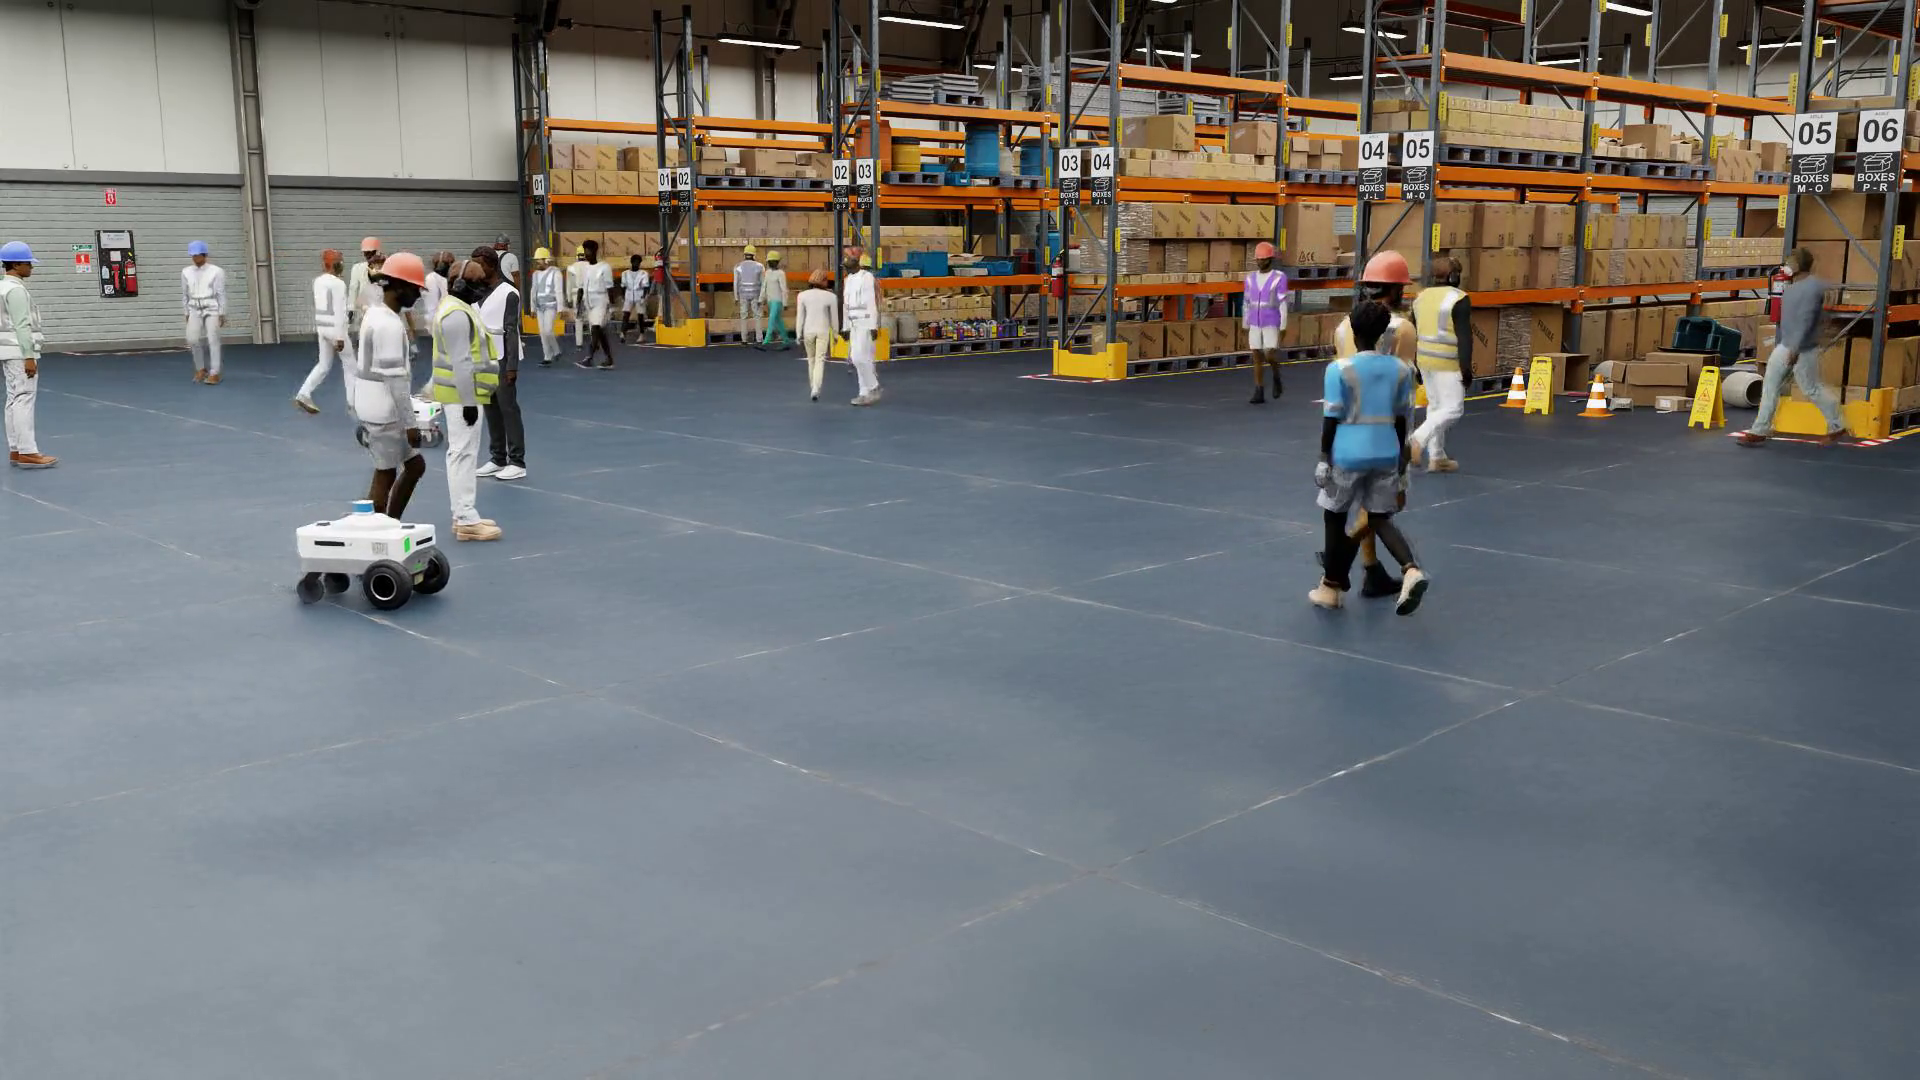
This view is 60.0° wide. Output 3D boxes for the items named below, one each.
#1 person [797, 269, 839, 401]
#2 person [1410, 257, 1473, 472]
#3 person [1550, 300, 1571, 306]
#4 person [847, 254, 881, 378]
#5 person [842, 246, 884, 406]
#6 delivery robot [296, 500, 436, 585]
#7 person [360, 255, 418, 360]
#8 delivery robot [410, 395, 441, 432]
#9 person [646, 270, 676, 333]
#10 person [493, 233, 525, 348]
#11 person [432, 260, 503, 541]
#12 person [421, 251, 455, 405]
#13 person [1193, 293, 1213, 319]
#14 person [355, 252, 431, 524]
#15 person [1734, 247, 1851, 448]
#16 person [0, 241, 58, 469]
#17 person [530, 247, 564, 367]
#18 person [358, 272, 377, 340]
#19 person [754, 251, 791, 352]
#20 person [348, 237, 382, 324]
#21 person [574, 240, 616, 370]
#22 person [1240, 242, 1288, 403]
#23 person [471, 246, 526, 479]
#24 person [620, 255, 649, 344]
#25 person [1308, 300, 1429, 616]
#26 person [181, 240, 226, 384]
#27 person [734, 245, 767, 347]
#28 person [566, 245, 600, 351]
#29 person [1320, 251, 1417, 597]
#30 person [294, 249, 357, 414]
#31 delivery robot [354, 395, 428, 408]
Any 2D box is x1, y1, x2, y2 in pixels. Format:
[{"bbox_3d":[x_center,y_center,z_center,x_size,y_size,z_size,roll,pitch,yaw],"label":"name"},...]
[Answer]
[{"bbox_3d":[-1.757,-2.531,20.462,0.512,1.589,0.840,1,10,5],"label":"person"},{"bbox_3d":[4.007,-1.468,14.029,0.627,1.821,0.639,-4,11,-22],"label":"person"},{"bbox_3d":[10.355,-4.192,28.623,0.742,1.911,0.565,-8,13,-39],"label":"person"},{"bbox_3d":[-1.402,-3.210,23.772,0.533,1.741,0.808,-4,11,-21],"label":"person"},{"bbox_3d":[-1.200,-2.521,19.631,0.411,1.870,0.614,-7,12,-33],"label":"person"},{"bbox_3d":[-3.288,0.024,9.213,0.707,0.478,0.477,2,11,11],"label":"delivery robot"},{"bbox_3d":[-6.009,-2.091,17.505,0.570,1.812,0.998,-2,11,-11],"label":"person"},{"bbox_3d":[-5.360,-1.212,15.953,0.707,0.478,0.477,-1,10,-4],"label":"delivery robot"},{"bbox_3d":[-6.148,-5.031,34.097,0.506,1.590,0.858,10,14,44],"label":"person"},{"bbox_3d":[-8.169,-4.471,29.925,0.673,2.000,0.535,3,11,16],"label":"person"},{"bbox_3d":[-3.284,-0.935,11.091,0.430,1.837,0.624,-3,11,-17],"label":"person"},{"bbox_3d":[-5.908,-2.392,19.067,0.678,1.829,0.634,1,10,6],"label":"person"},{"bbox_3d":[4.295,-4.328,29.337,0.369,1.928,0.586,-5,11,-24],"label":"person"},{"bbox_3d":[-3.393,-0.755,9.940,0.530,1.893,0.577,-4,11,-21],"label":"person"},{"bbox_3d":[7.987,-1.822,15.761,0.992,1.904,0.626,0,10,1],"label":"person"},{"bbox_3d":[-8.157,-1.611,14.465,0.405,1.946,0.610,-9,14,-40],"label":"person"},{"bbox_3d":[-6.326,-3.549,25.388,0.615,1.813,0.437,7,13,34],"label":"person"},{"bbox_3d":[-6.352,-2.154,18.149,0.559,1.678,0.349,8,13,36],"label":"person"},{"bbox_3d":[-3.256,-4.141,28.891,0.877,1.721,0.532,-8,13,-37],"label":"person"},{"bbox_3d":[-8.016,-3.122,22.663,0.634,1.967,0.781,1,10,5],"label":"person"},{"bbox_3d":[-5.516,-3.489,24.761,0.618,1.918,0.952,7,12,33],"label":"person"},{"bbox_3d":[3.646,-2.605,19.949,0.554,1.921,0.463,8,13,36],"label":"person"},{"bbox_3d":[-3.853,-1.477,13.840,0.589,1.914,0.377,8,13,37],"label":"person"},{"bbox_3d":[-6.049,-4.480,30.949,0.541,1.637,0.822,0,10,0],"label":"person"},{"bbox_3d":[2.168,-0.421,8.729,0.558,1.666,0.732,-5,11,-24],"label":"person"},{"bbox_3d":[-10.220,-3.072,22.495,0.608,1.932,0.450,0,10,-1],"label":"person"},{"bbox_3d":[-3.764,-4.388,29.923,0.600,1.829,0.404,0,10,1],"label":"person"},{"bbox_3d":[-6.542,-4.213,28.980,0.599,1.827,0.403,-2,11,-11],"label":"person"},{"bbox_3d":[2.239,-0.617,9.124,0.660,1.918,0.549,-7,12,-33],"label":"person"},{"bbox_3d":[-7.086,-2.318,18.606,0.585,1.855,0.863,8,13,37],"label":"person"},{"bbox_3d":[-5.606,-1.426,16.407,0.698,0.223,0.335,-6,12,-31],"label":"delivery robot"}]
